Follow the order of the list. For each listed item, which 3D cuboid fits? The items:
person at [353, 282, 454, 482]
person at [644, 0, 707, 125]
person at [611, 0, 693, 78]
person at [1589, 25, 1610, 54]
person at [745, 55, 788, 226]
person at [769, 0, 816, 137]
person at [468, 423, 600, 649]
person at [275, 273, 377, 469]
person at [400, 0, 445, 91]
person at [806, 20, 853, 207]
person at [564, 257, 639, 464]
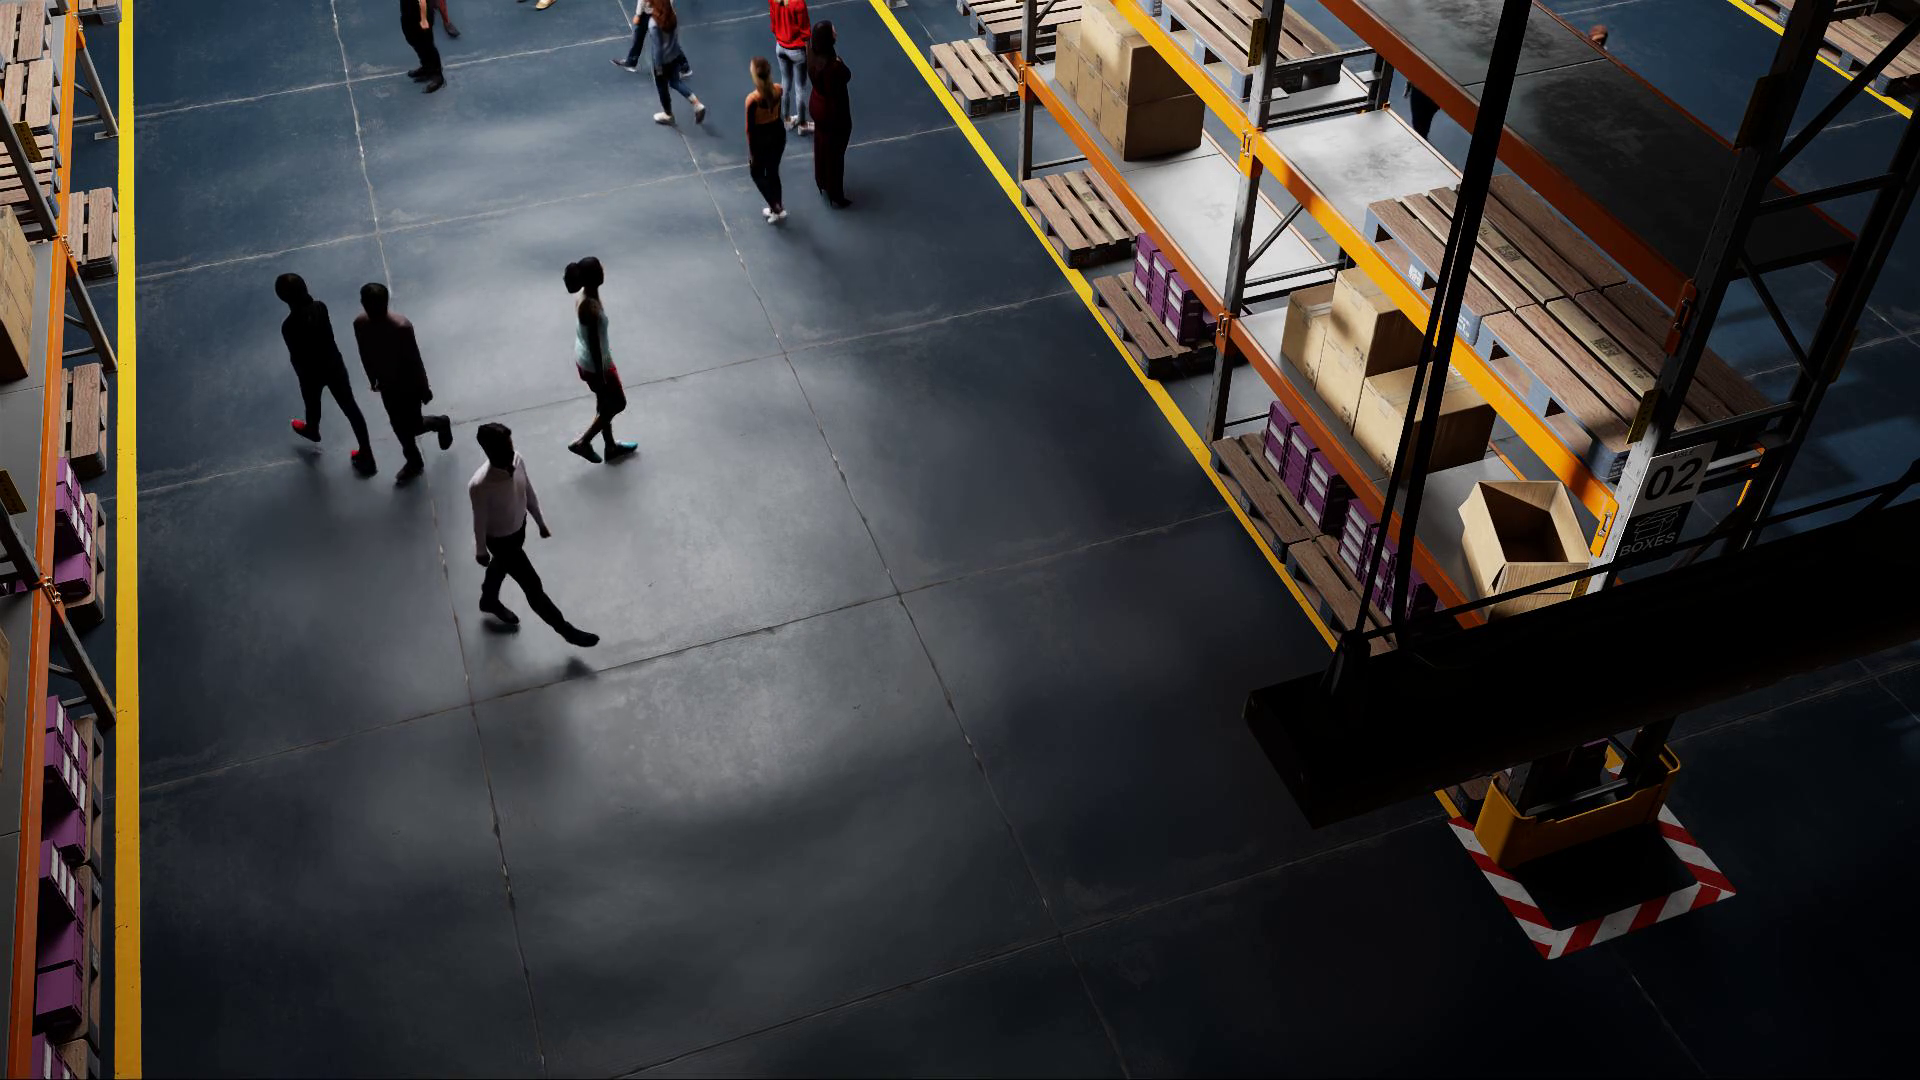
[{"bbox_3d":[-4.058,-1.214,12.225,0.917,1.754,0.983,6,44,7],"label":"person"},{"bbox_3d":[-2.771,-4.632,16.028,0.930,1.457,0.860,21,47,20],"label":"person"},{"bbox_3d":[-2.996,-5.337,16.725,0.734,1.515,1.019,-5,44,-5],"label":"person"},{"bbox_3d":[5.998,-4.405,15.984,0.586,1.188,0.662,1,44,1],"label":"person"},{"bbox_3d":[-1.648,-3.470,14.694,0.683,1.616,0.752,-30,51,-28],"label":"person"},{"bbox_3d":[-1.606,-4.695,15.914,0.641,1.704,0.747,26,49,24],"label":"person"},{"bbox_3d":[-3.066,-0.065,10.972,1.246,1.818,1.210,17,46,17],"label":"person"},{"bbox_3d":[-4.652,-1.221,12.317,1.121,1.637,0.961,26,49,25],"label":"person"},{"bbox_3d":[-5.411,-5.273,16.549,0.838,1.666,0.678,-28,50,-26],"label":"person"},{"bbox_3d":[-1.186,-3.848,14.987,0.743,1.757,0.567,-19,47,-19],"label":"person"},{"bbox_3d":[-2.767,-1.289,12.302,0.680,1.756,0.698,-16,46,-16],"label":"person"}]
